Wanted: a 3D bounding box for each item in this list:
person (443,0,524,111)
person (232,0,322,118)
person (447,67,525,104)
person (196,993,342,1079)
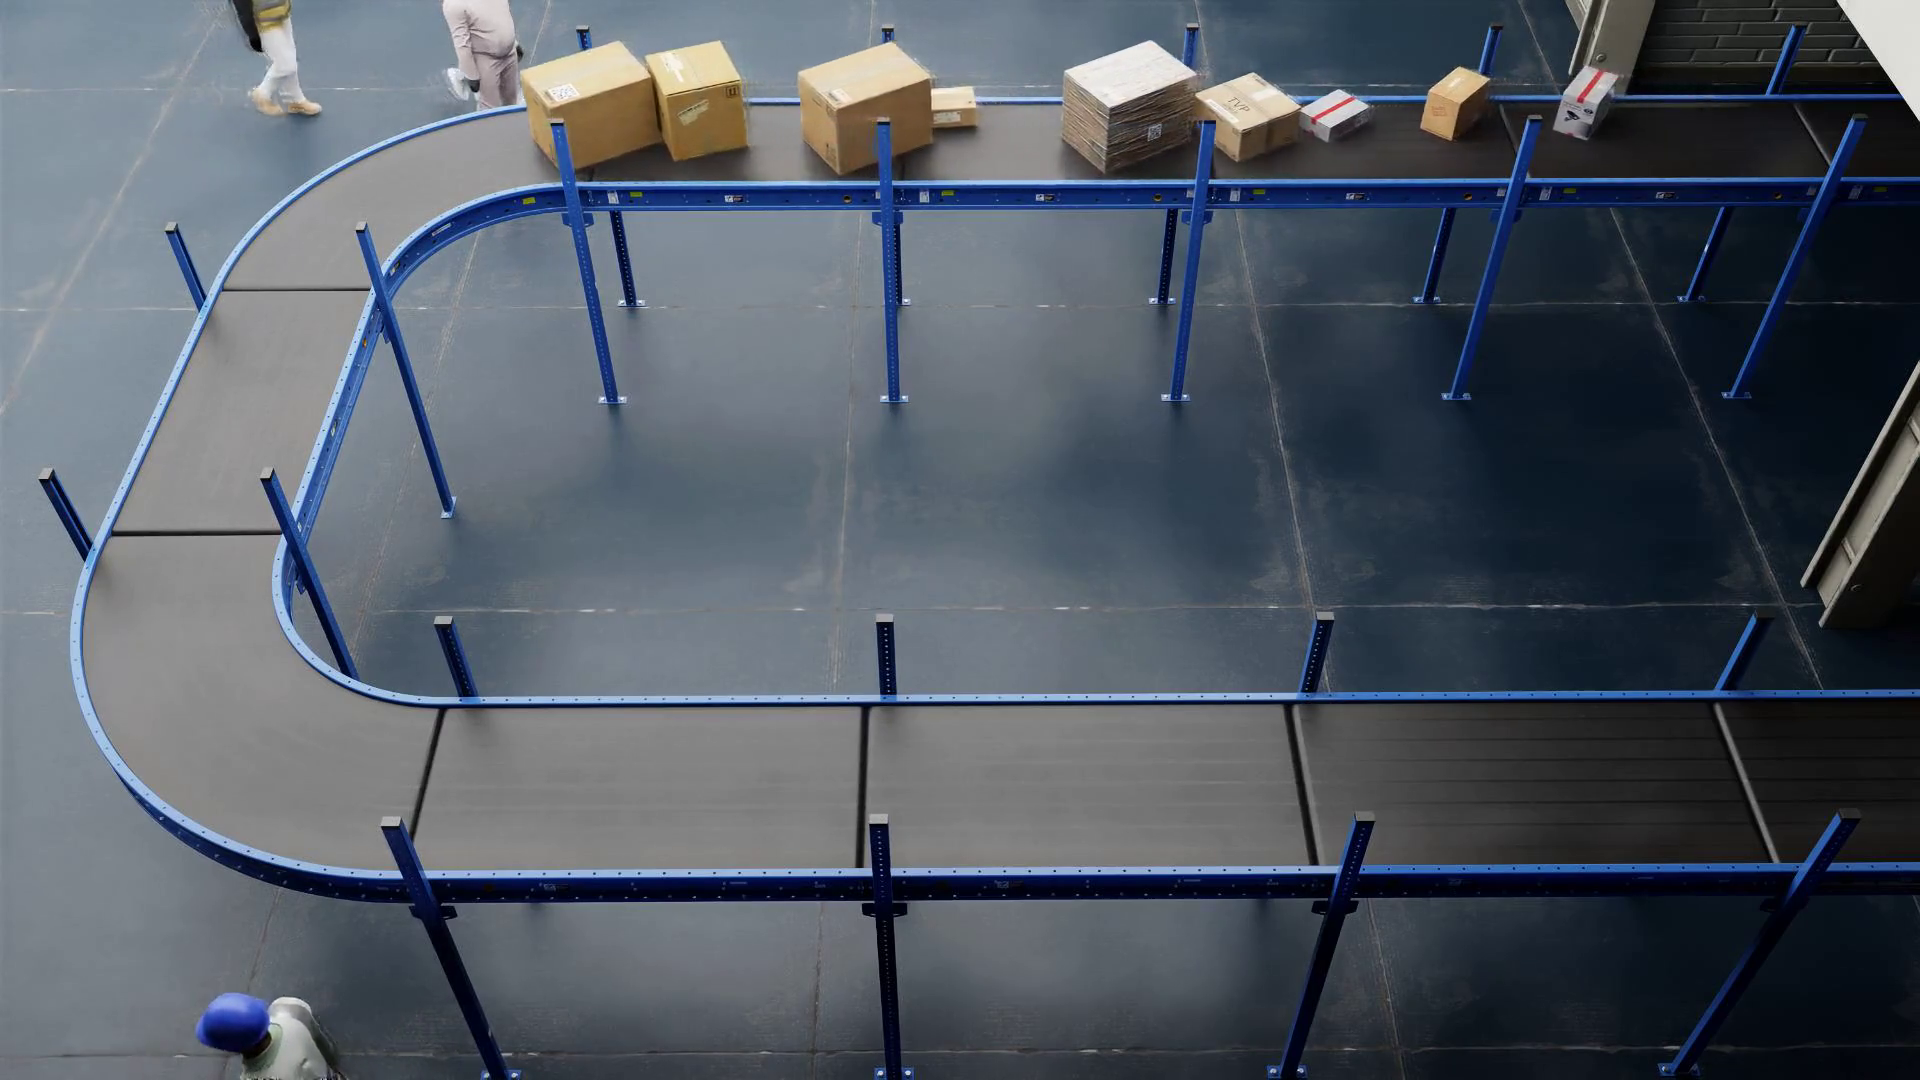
[{"bbox_3d":[-3.667,-3.804,13.525,0.402,1.906,0.652,19,50,17],"label":"person"},{"bbox_3d":[-5.636,-4.260,14.002,0.446,1.827,0.643,5,47,5],"label":"person"},{"bbox_3d":[-3.939,-4.352,14.075,0.711,1.851,0.529,8,48,8],"label":"person"},{"bbox_3d":[-2.836,2.543,7.590,0.761,1.924,0.626,0,47,0],"label":"person"}]
